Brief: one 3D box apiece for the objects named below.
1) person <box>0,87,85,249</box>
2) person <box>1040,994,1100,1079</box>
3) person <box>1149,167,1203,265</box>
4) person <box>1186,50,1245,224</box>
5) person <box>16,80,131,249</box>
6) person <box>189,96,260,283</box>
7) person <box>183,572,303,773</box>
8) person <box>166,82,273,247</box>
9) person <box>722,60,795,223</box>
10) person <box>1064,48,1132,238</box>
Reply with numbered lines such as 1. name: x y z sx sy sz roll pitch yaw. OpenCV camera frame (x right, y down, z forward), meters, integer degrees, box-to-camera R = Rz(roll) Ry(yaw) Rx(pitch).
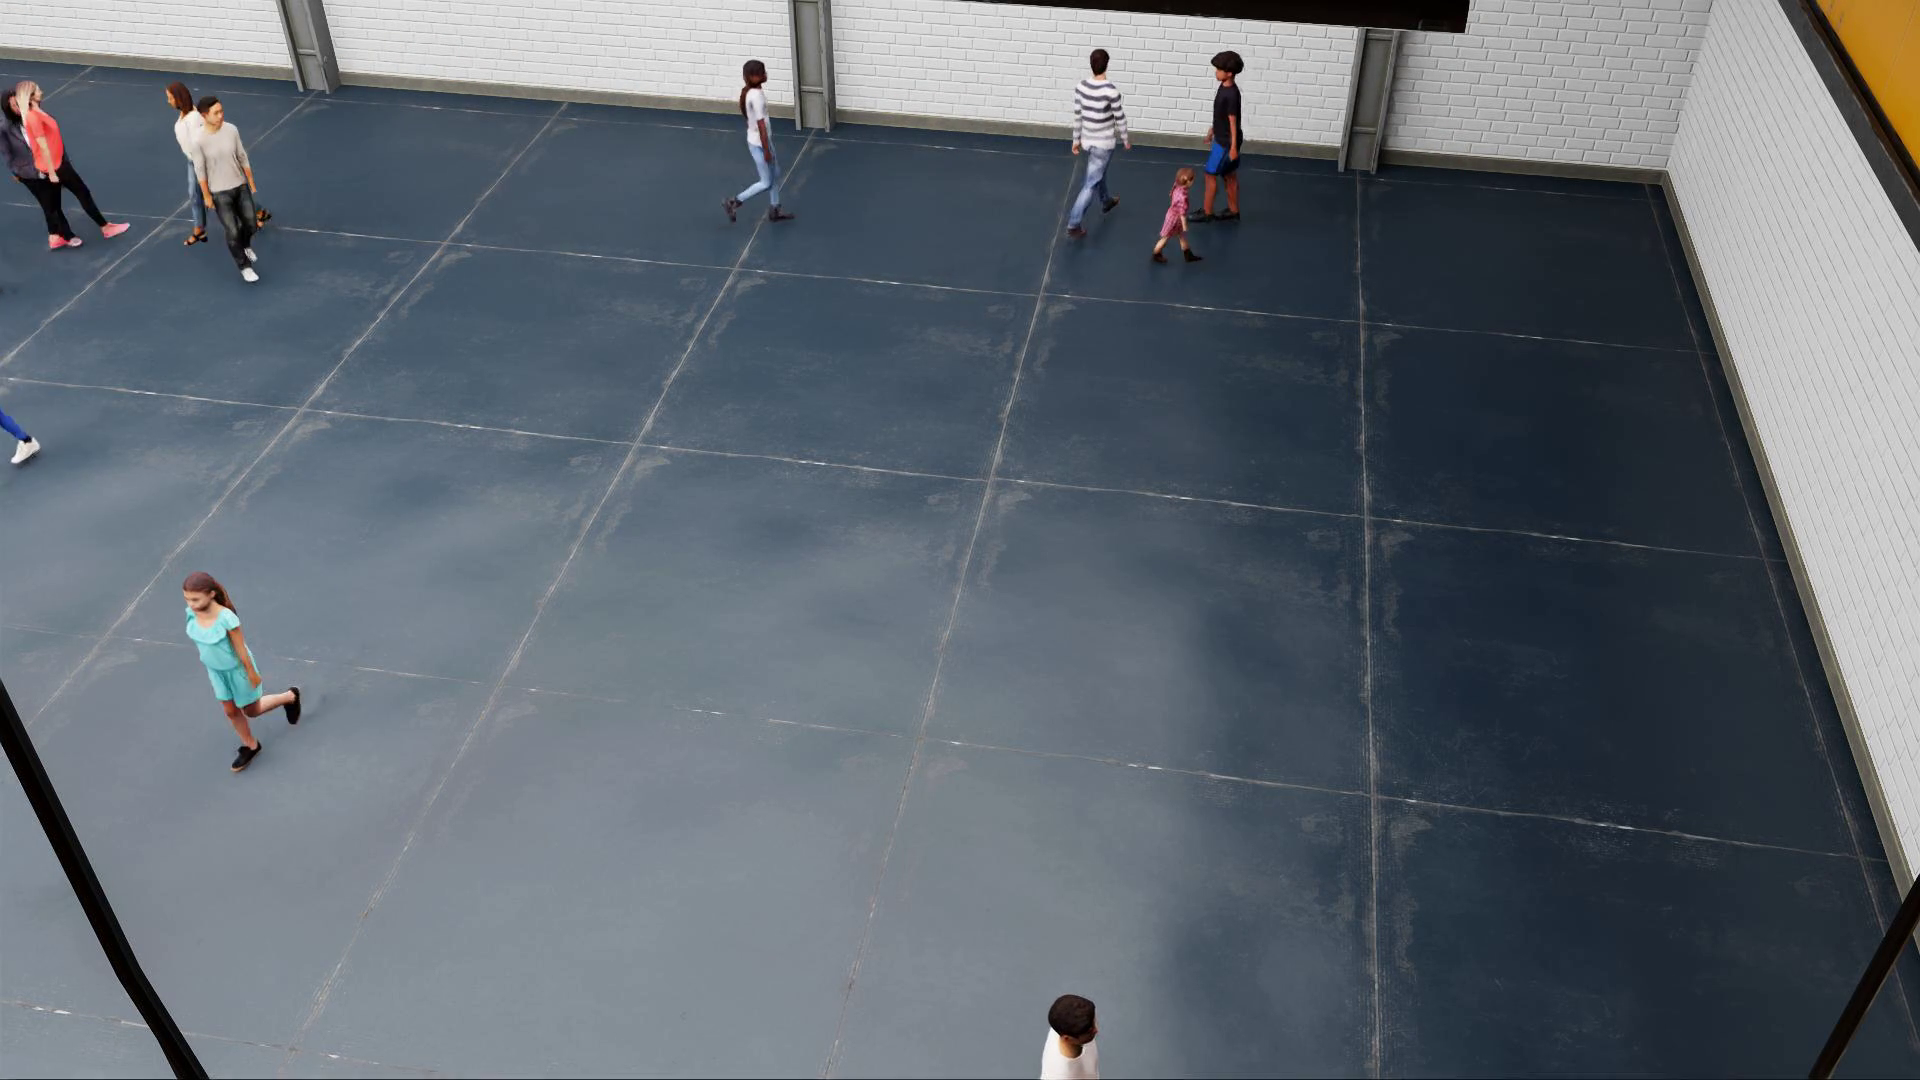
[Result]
1. person: -9.000 -3.646 16.201 1.043 1.572 0.890 21 43 24
2. person: 0.515 2.766 8.052 0.522 1.722 0.619 6 39 7
3. person: 2.028 -3.085 15.958 0.748 0.998 0.489 0 39 0
4. person: 2.720 -3.950 16.424 0.862 1.770 0.715 0 39 0
5. person: -8.851 -3.572 16.035 1.070 1.664 0.984 -20 43 -23
6. person: -6.931 -3.333 15.631 0.874 1.795 0.937 -29 47 -31
7. person: -4.639 0.769 10.693 0.852 1.546 0.735 16 41 19
8. person: -7.231 -3.664 16.174 1.147 1.634 1.086 -23 44 -26
9. person: -2.037 -3.870 16.376 1.011 1.703 0.773 -5 39 -7
10. person: 1.279 -3.815 16.232 1.261 1.798 1.164 29 47 32
